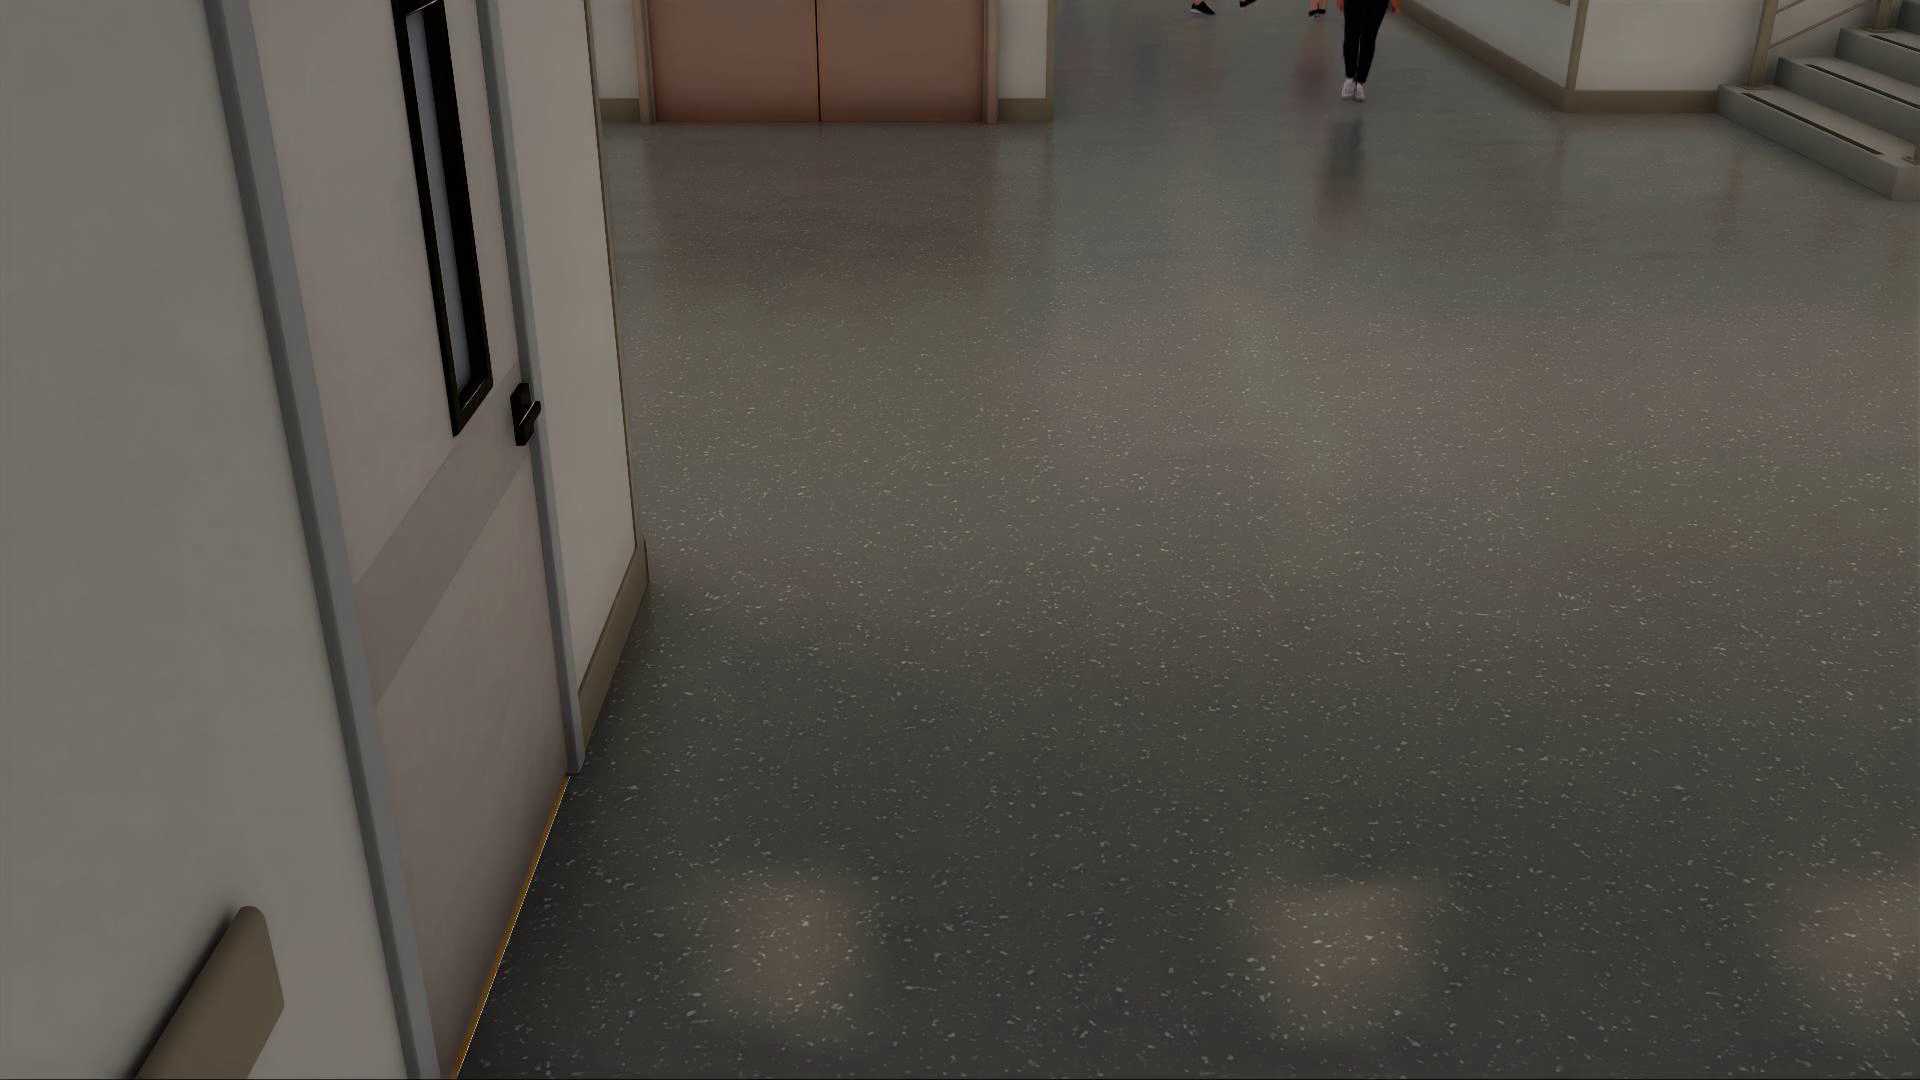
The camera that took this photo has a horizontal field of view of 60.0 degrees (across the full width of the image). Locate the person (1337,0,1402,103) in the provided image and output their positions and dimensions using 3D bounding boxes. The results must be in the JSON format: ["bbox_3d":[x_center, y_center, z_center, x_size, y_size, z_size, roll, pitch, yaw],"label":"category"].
[{"bbox_3d":[3.029,-4.090,12.338,0.594,1.617,0.717,4,26,9],"label":"person"}]

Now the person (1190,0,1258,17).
[{"bbox_3d":[2.518,-5.981,16.157,1.052,1.707,0.864,-1,26,-3],"label":"person"}]
